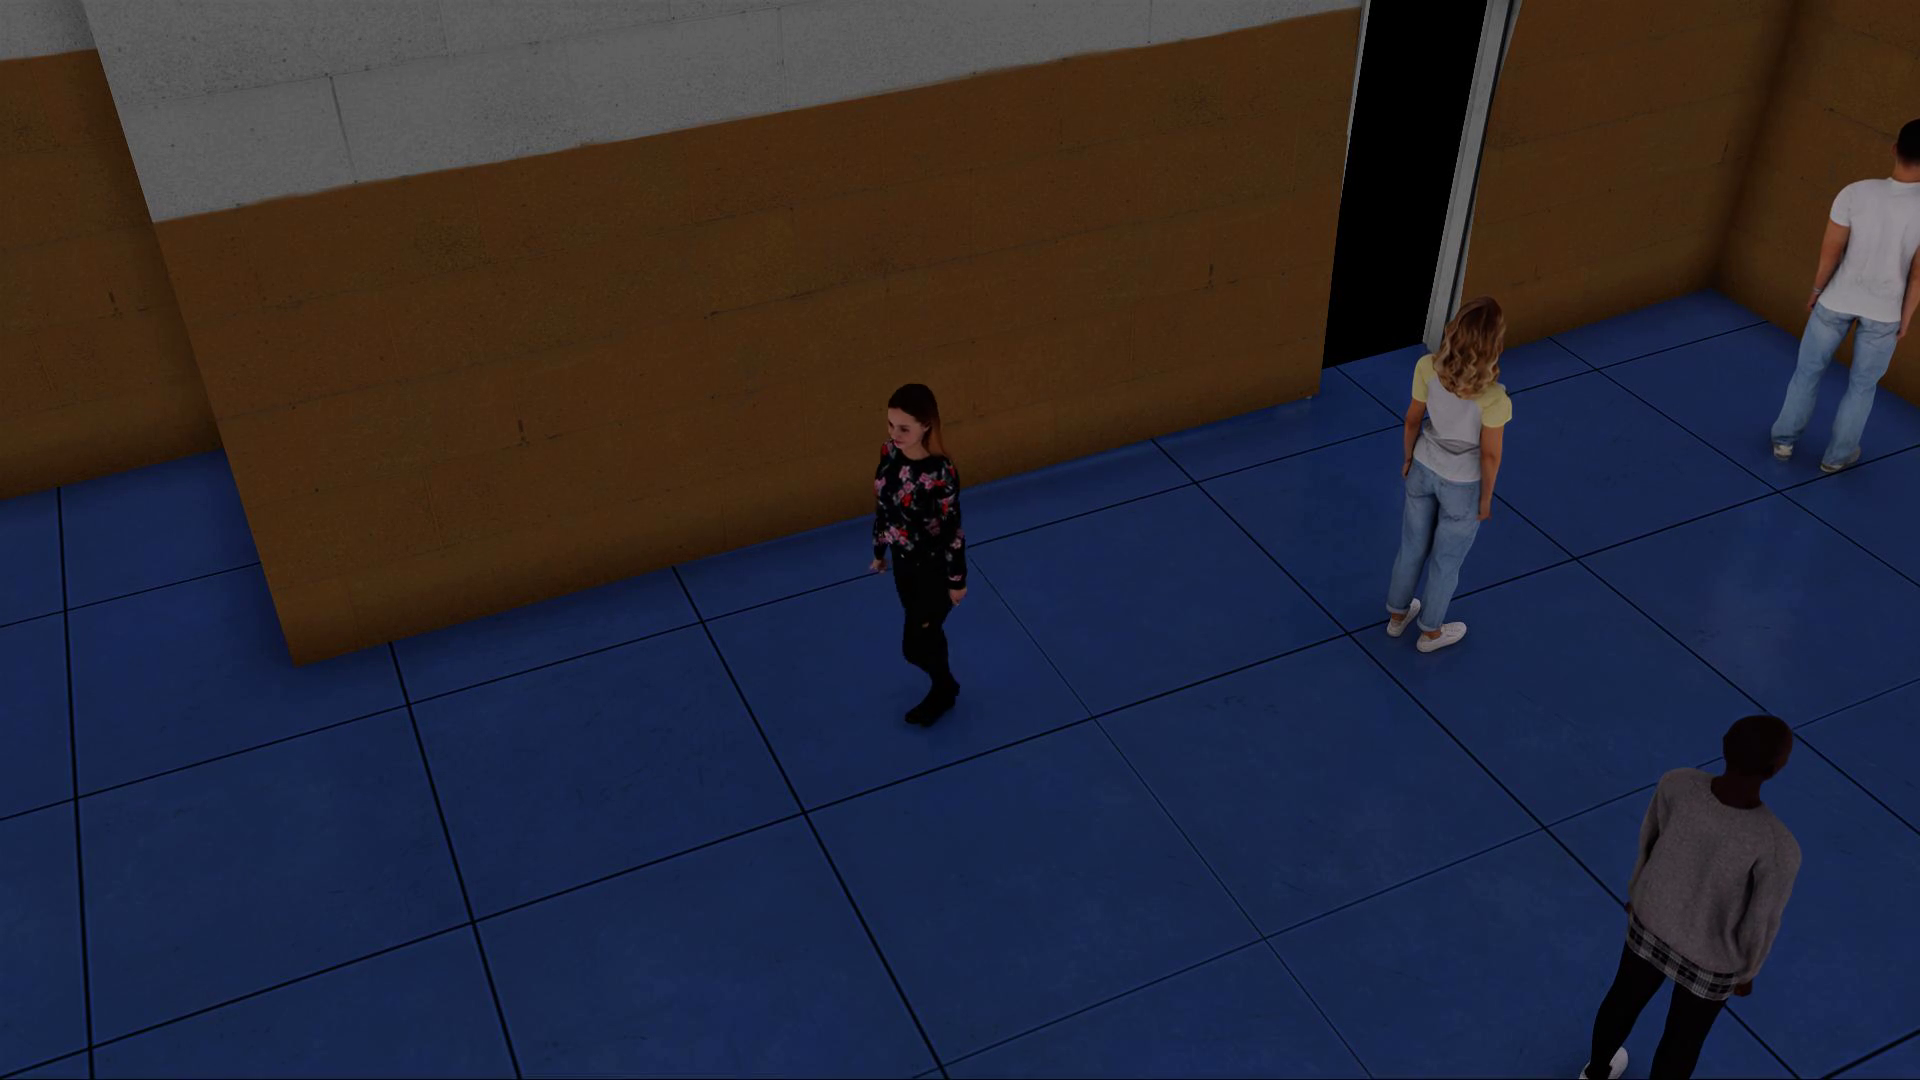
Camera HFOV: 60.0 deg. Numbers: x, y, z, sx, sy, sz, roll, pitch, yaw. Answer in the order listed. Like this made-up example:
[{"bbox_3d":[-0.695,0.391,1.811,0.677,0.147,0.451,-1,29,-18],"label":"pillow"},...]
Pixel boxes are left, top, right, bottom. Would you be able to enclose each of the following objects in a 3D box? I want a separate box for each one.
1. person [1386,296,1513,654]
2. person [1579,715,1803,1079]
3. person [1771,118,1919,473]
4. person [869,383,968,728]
[{"bbox_3d":[2.076,-0.257,7.093,0.747,1.723,0.594,-29,46,-33],"label":"person"},{"bbox_3d":[2.235,1.207,5.115,0.713,1.771,0.534,-23,43,-28],"label":"person"},{"bbox_3d":[4.464,-1.183,8.222,0.689,1.863,0.819,23,43,28],"label":"person"},{"bbox_3d":[-0.082,0.059,6.729,0.728,1.670,0.577,-26,44,-31],"label":"person"}]
